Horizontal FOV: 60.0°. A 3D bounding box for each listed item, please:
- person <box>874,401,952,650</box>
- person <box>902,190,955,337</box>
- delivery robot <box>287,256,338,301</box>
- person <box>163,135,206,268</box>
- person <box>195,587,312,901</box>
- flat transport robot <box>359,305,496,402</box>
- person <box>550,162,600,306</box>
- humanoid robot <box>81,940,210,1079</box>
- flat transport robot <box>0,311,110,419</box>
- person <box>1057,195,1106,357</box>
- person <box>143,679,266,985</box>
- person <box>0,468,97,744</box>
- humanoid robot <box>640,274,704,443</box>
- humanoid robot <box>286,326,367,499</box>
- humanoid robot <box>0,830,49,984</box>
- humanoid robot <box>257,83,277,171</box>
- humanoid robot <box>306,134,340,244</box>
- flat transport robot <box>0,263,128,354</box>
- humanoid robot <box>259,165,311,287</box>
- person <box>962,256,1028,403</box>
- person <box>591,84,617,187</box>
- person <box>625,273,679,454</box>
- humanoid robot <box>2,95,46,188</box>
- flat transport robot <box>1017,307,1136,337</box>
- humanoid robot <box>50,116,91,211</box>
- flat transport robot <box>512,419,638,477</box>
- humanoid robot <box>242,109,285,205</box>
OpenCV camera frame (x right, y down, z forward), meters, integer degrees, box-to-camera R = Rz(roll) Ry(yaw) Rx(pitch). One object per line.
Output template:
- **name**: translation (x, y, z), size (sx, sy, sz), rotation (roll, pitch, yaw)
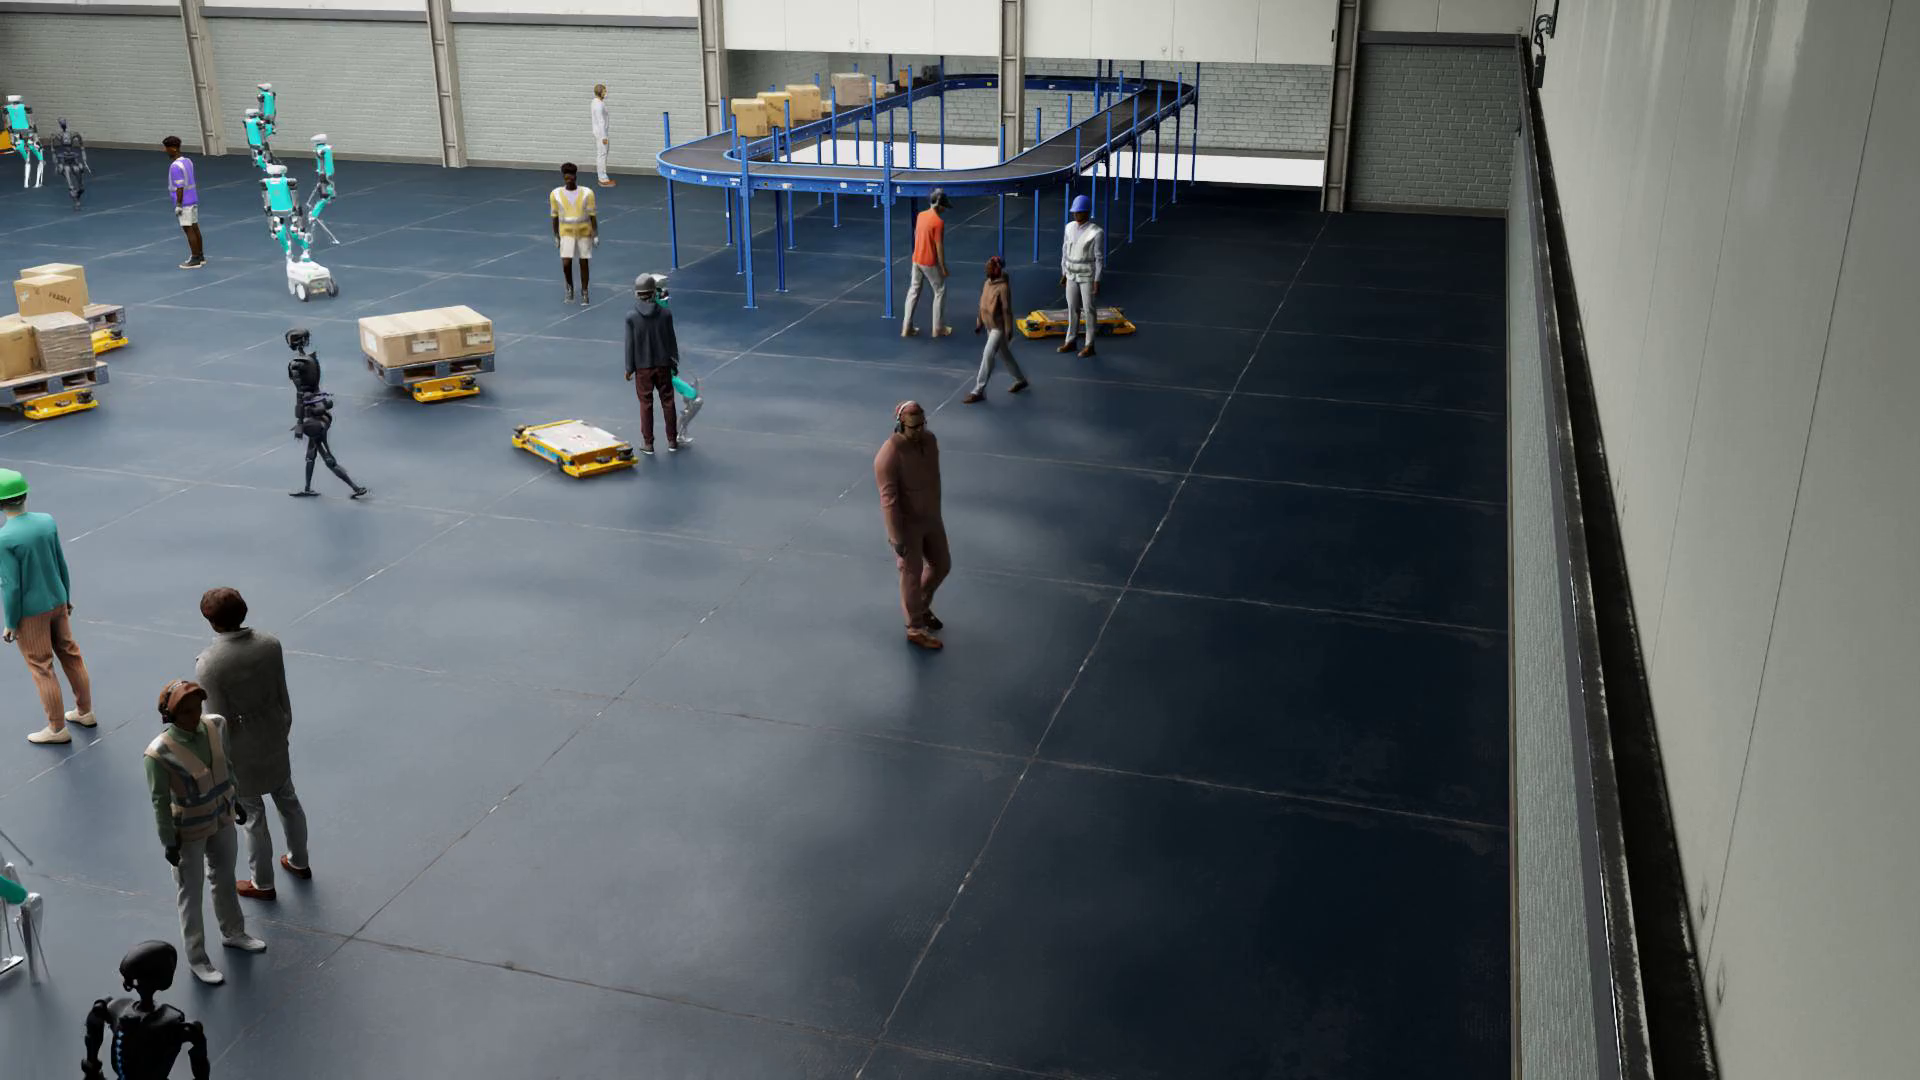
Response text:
- **person**: translation (-0.300, -0.124, 12.243), size (0.482, 1.889, 0.672), rotation (16, 26, 35)
- **person**: translation (-0.392, -3.468, 20.953), size (0.649, 1.866, 0.543), rotation (-17, 27, -37)
- **delivery robot**: translation (-9.113, -3.668, 23.296), size (0.797, 0.595, 0.499), rotation (20, 29, 41)
- **person**: translation (-11.672, -5.086, 25.016), size (0.368, 1.964, 0.603), rotation (-3, 21, -6)
- **person**: translation (-3.895, 1.112, 9.129), size (0.365, 1.829, 0.502), rotation (13, 24, 30)
- **flat transport robot**: translation (-6.043, -1.861, 19.003), size (0.659, 0.231, 1.431), rotation (-13, 25, -31)
- **person**: translation (-5.207, -4.135, 22.570), size (0.615, 1.951, 0.488), rotation (-5, 22, -13)
- **humanoid robot**: translation (-3.109, 2.283, 6.311), size (0.616, 1.627, 0.462), rotation (5, 22, 13)
- **flat transport robot**: translation (-10.179, -1.594, 18.311), size (1.431, 0.231, 0.659), rotation (15, 26, 34)
- **person**: translation (1.469, -3.194, 20.130), size (0.602, 1.949, 0.391), rotation (19, 28, 40)
- **person**: translation (-3.864, 1.459, 8.485), size (0.308, 1.638, 0.522), rotation (8, 23, 20)
- **person**: translation (-6.015, 0.432, 10.828), size (0.357, 1.871, 0.529), rotation (6, 22, 16)
- **humanoid robot**: translation (-2.807, -1.769, 16.738), size (0.740, 1.788, 0.541), rotation (4, 21, 9)
- **humanoid robot**: translation (-5.894, -1.145, 15.270), size (0.747, 1.653, 0.590), rotation (-1, 21, -3)
- **humanoid robot**: translation (-4.912, 1.514, 8.309), size (0.543, 1.834, 0.774), rotation (5, 22, 13)
- **humanoid robot**: translation (-14.303, -8.420, 34.011), size (0.746, 1.806, 0.543), rotation (3, 21, 9)
- **humanoid robot**: translation (-10.401, -5.565, 26.691), size (0.808, 1.850, 0.557), rotation (-1, 21, -4)
- **flat transport robot**: translation (-11.166, -2.505, 20.675), size (1.431, 0.231, 0.659), rotation (7, 22, 17)
- **humanoid robot**: translation (-9.526, -4.421, 23.720), size (0.543, 1.883, 0.667), rotation (1, 21, 3)
- **person**: translation (0.402, -2.356, 18.433), size (0.868, 1.613, 0.471), rotation (-11, 24, -27)
- **person**: translation (-6.909, -7.822, 32.147), size (0.367, 1.939, 0.634), rotation (-6, 22, -16)
- **person**: translation (-3.074, -1.752, 16.576), size (0.537, 1.811, 0.367), rotation (-8, 22, -20)
- **humanoid robot**: translation (-17.955, -7.654, 32.047), size (0.530, 1.829, 0.655), rotation (-2, 21, -6)
- **flat transport robot**: translation (1.496, -2.801, 21.442), size (1.431, 0.231, 0.659), rotation (-4, 21, -10)
- **humanoid robot**: translation (-15.956, -6.767, 29.803), size (0.593, 1.624, 0.699), rotation (-14, 25, -33)
- **flat transport robot**: translation (-3.860, -0.936, 16.605), size (0.659, 0.231, 1.431), rotation (-17, 27, -37)
- **humanoid robot**: translation (-12.428, -6.898, 29.936), size (0.542, 1.733, 0.690), rotation (14, 25, 33)
